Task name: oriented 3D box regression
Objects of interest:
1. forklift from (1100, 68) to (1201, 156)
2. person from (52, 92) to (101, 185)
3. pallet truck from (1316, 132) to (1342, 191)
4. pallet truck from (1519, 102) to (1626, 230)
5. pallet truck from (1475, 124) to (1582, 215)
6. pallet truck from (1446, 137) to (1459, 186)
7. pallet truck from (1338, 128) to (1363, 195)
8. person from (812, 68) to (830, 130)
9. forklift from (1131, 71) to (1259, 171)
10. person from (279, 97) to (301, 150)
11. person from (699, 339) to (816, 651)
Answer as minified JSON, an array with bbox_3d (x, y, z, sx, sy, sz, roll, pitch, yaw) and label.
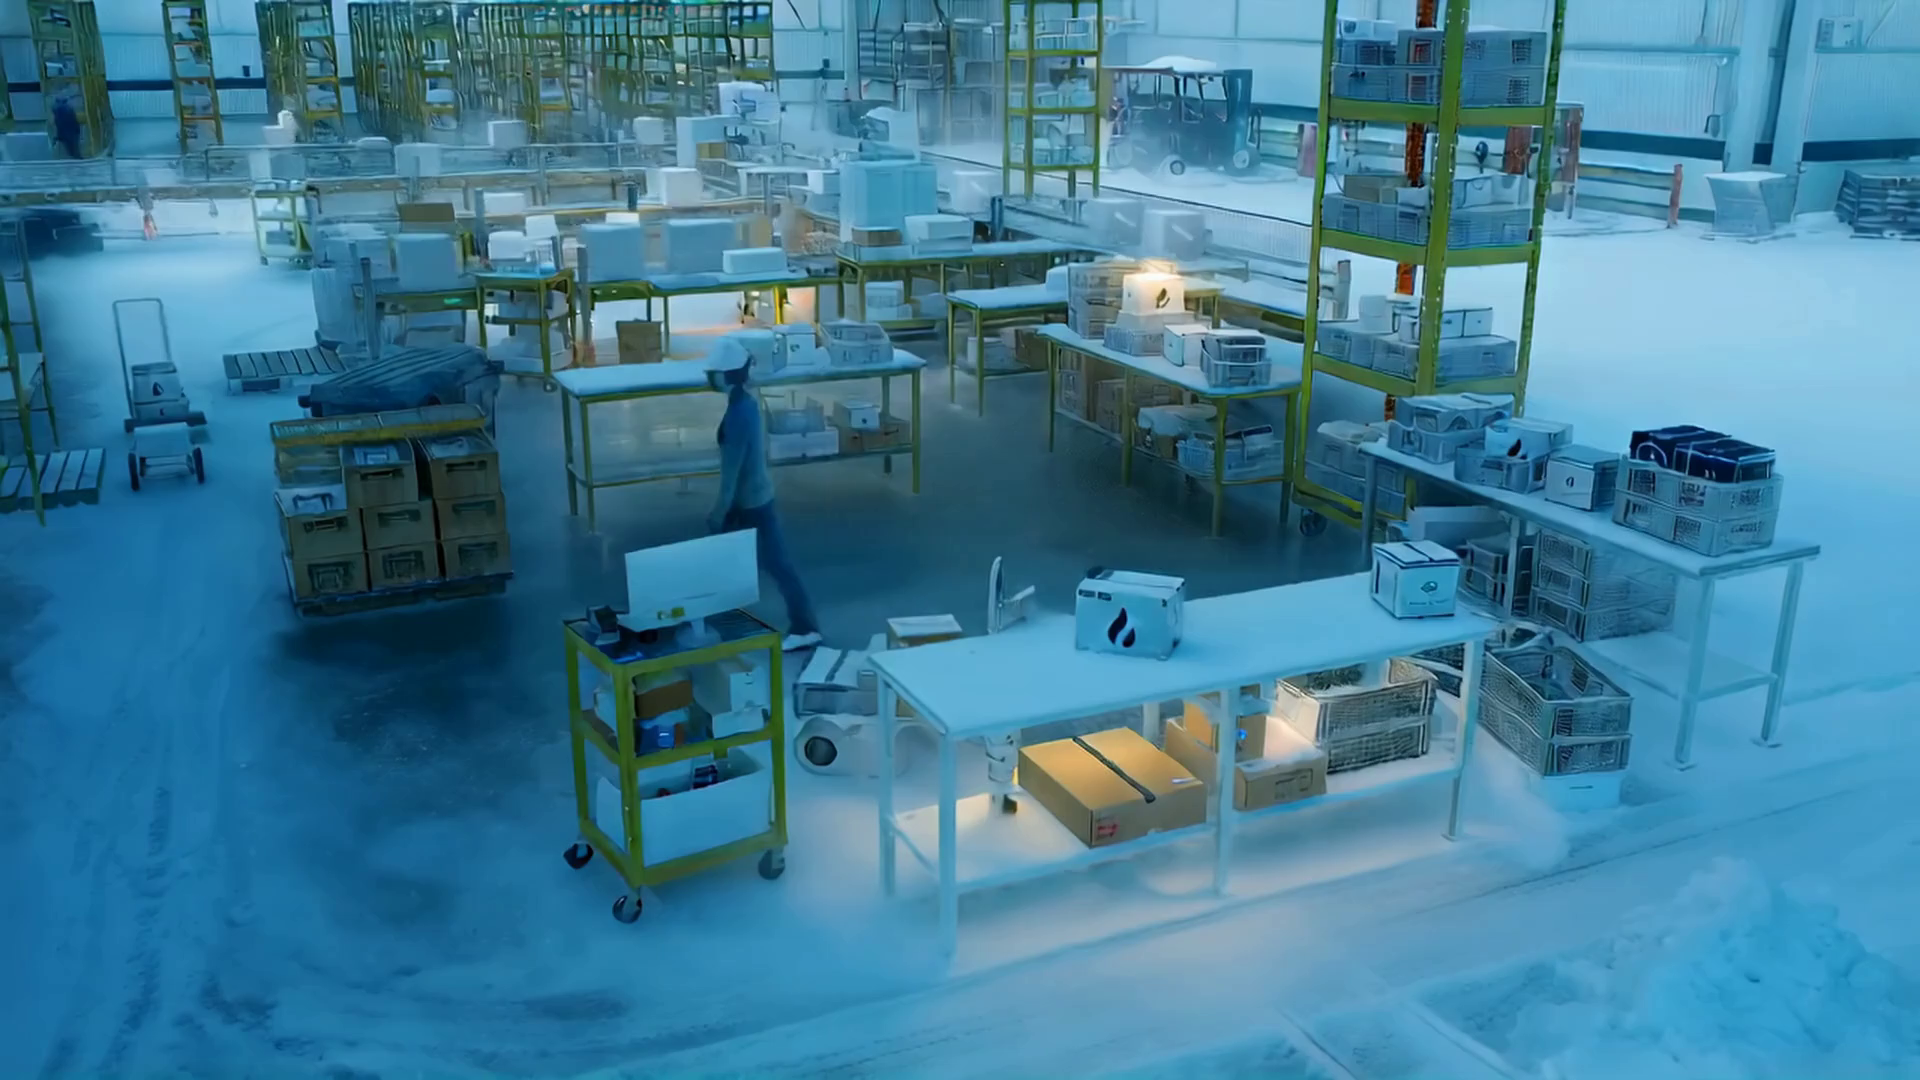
[{"bbox_3d":[4.082,-9.564,37.410,2.680,1.987,1.157,-8,19,-23],"label":"forklift"},{"bbox_3d":[-17.718,-7.966,33.100,0.980,1.860,0.659,-5,18,-16],"label":"person"},{"bbox_3d":[7.723,-7.504,32.656,1.601,1.201,0.680,-8,19,-23],"label":"pallet truck"},{"bbox_3d":[9.972,-6.037,26.785,1.885,1.965,0.823,-9,20,-25],"label":"pallet truck"},{"bbox_3d":[9.707,-6.455,28.103,1.885,1.965,0.823,-7,19,-20],"label":"pallet truck"},{"bbox_3d":[9.184,-6.485,29.328,1.630,1.274,0.653,-8,19,-23],"label":"pallet truck"},{"bbox_3d":[7.845,-7.140,31.411,1.522,1.261,0.704,-9,20,-25],"label":"pallet truck"},{"bbox_3d":[-3.977,-12.997,49.046,0.965,1.795,0.572,-9,20,-26],"label":"person"},{"bbox_3d":[4.998,-8.936,35.413,2.680,1.987,1.157,-9,20,-25],"label":"forklift"},{"bbox_3d":[-13.090,-7.744,32.505,0.525,1.788,0.605,-13,22,-35],"label":"person"},{"bbox_3d":[-1.200,-0.207,8.866,0.889,1.720,0.535,-4,18,-11],"label":"person"}]
